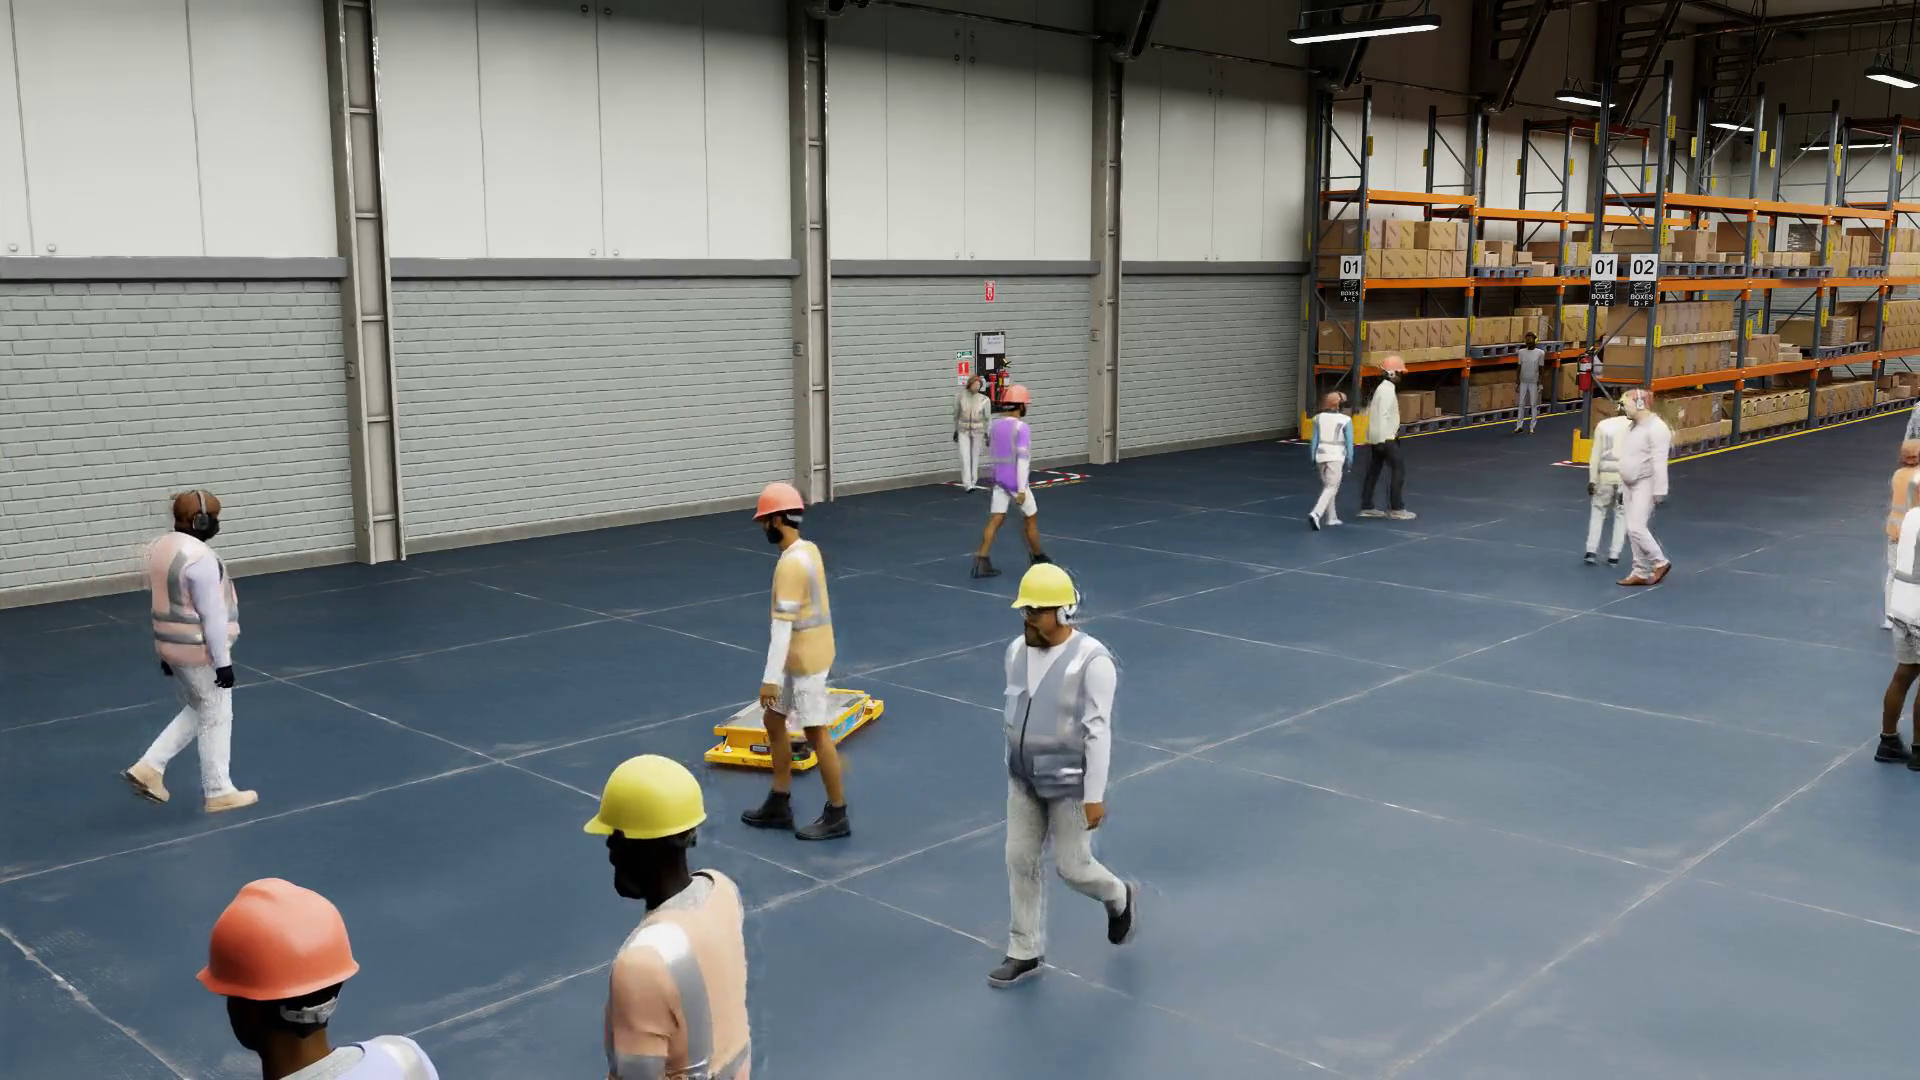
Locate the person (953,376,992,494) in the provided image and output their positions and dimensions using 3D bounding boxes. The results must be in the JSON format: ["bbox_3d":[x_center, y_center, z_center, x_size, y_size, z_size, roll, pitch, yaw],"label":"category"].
[{"bbox_3d":[0.161,-1.403,22.256,0.532,1.585,0.840,1,9,3],"label":"person"}]

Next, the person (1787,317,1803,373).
[{"bbox_3d":[17.438,-3.657,34.805,0.521,1.990,0.734,2,10,13],"label":"person"}]

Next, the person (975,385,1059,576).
[{"bbox_3d":[0.534,-0.584,16.400,1.017,1.882,0.566,-7,12,-37],"label":"person"}]

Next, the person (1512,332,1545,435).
[{"bbox_3d":[10.353,-2.852,30.253,0.520,1.874,0.332,7,12,37],"label":"person"}]

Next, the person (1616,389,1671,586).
[{"bbox_3d":[6.445,-0.486,15.783,0.419,1.885,0.678,-1,9,-7],"label":"person"}]

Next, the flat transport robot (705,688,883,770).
[{"bbox_3d":[-1.032,1.164,10.641,0.652,0.197,1.431,3,10,17],"label":"flat transport robot"}]

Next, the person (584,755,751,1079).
[{"bbox_3d":[-0.665,1.443,4.057,0.971,1.885,0.601,1,9,8],"label":"person"}]

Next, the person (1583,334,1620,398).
[{"bbox_3d":[11.291,-2.681,29.218,0.603,1.881,0.960,6,11,31],"label":"person"}]

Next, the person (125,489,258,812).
[{"bbox_3d":[-4.261,0.631,9.179,0.545,1.822,0.623,-9,13,-43],"label":"person"}]

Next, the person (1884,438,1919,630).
[{"bbox_3d":[7.894,-0.033,13.792,0.373,1.623,0.543,0,9,0],"label":"person"}]

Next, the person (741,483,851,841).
[{"bbox_3d":[-0.914,0.659,8.816,0.748,1.891,0.676,0,9,0],"label":"person"}]

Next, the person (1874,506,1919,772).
[{"bbox_3d":[5.835,0.451,10.003,0.409,1.918,0.569,1,9,8],"label":"person"}]

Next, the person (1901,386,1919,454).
[{"bbox_3d":[11.908,-1.178,20.602,0.924,1.686,0.492,-3,10,-16],"label":"person"}]

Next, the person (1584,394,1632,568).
[{"bbox_3d":[6.708,-0.619,16.901,0.628,1.788,0.493,2,9,9],"label":"person"}]

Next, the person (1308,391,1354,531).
[{"bbox_3d":[4.267,-0.919,19.284,0.769,1.612,0.526,-9,13,-43],"label":"person"}]

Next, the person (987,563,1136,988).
[{"bbox_3d":[0.438,0.979,7.087,0.598,1.808,0.694,9,13,43],"label":"person"}]

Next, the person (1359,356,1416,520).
[{"bbox_3d":[5.227,-1.226,20.069,0.797,1.964,0.637,1,9,7],"label":"person"}]

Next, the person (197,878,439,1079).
[{"bbox_3d":[-1.205,1.569,3.100,0.377,1.936,0.549,4,10,23],"label":"person"}]
